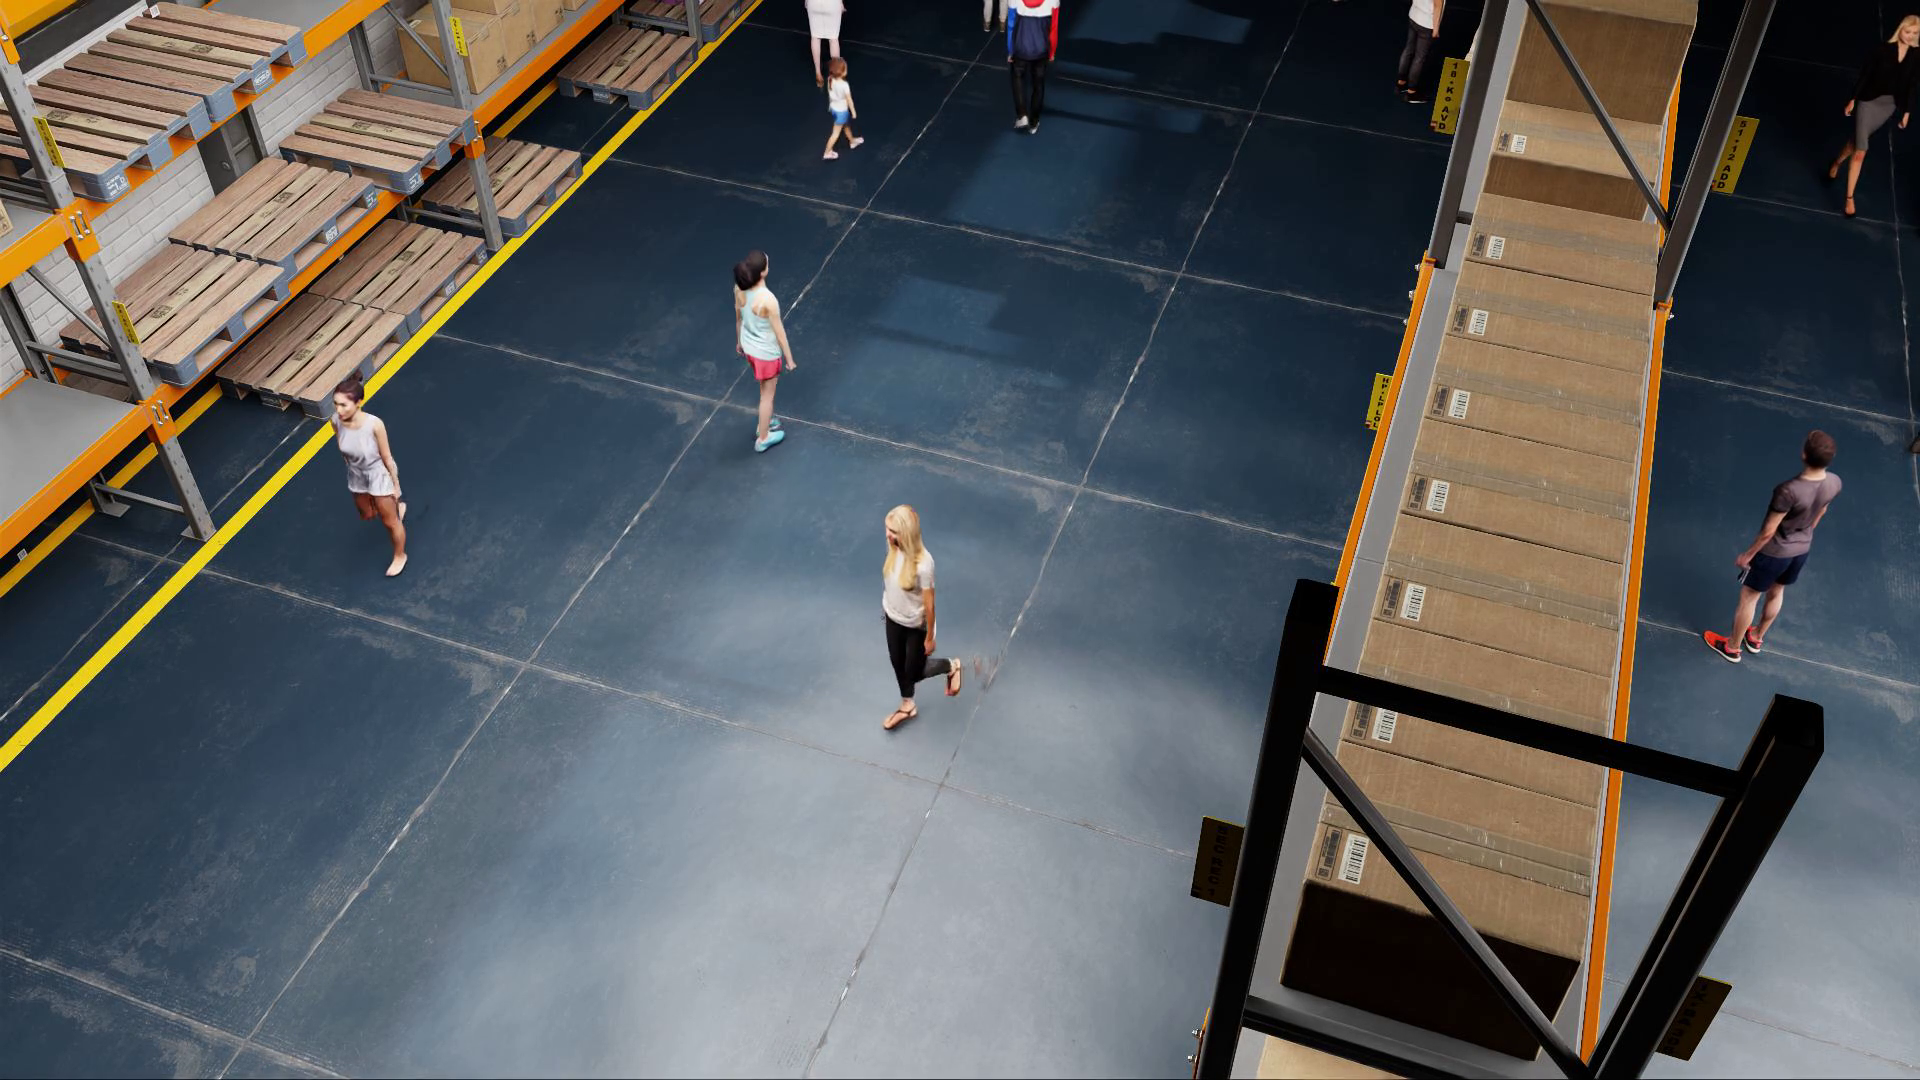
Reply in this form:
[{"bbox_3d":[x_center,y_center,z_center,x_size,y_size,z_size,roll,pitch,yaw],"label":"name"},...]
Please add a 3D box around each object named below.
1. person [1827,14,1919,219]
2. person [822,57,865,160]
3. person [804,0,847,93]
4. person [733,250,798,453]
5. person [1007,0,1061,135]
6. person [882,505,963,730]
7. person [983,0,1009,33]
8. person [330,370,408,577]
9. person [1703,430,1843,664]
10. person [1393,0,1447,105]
[{"bbox_3d":[8.173,-3.863,14.913,0.795,1.783,1.190,6,44,6],"label":"person"},{"bbox_3d":[-1.169,-4.054,15.683,0.790,0.997,0.645,-30,51,-28],"label":"person"},{"bbox_3d":[-1.354,-5.280,16.388,0.582,1.801,0.501,10,44,10],"label":"person"},{"bbox_3d":[-1.522,-1.352,12.299,0.718,1.753,0.757,31,52,29],"label":"person"},{"bbox_3d":[0.675,-4.614,15.729,0.760,1.745,0.807,-1,44,-1],"label":"person"},{"bbox_3d":[-0.238,0.459,10.355,0.963,1.813,0.837,-32,52,-29],"label":"person"},{"bbox_3d":[0.384,-5.990,17.491,0.533,1.307,0.552,1,44,1],"label":"person"},{"bbox_3d":[-4.022,-0.495,11.511,0.589,1.599,0.760,10,45,10],"label":"person"},{"bbox_3d":[5.301,0.059,10.744,0.726,1.855,0.764,-14,45,-14],"label":"person"},{"bbox_3d":[4.555,-5.146,16.305,0.765,1.721,0.665,-11,45,-11],"label":"person"}]
